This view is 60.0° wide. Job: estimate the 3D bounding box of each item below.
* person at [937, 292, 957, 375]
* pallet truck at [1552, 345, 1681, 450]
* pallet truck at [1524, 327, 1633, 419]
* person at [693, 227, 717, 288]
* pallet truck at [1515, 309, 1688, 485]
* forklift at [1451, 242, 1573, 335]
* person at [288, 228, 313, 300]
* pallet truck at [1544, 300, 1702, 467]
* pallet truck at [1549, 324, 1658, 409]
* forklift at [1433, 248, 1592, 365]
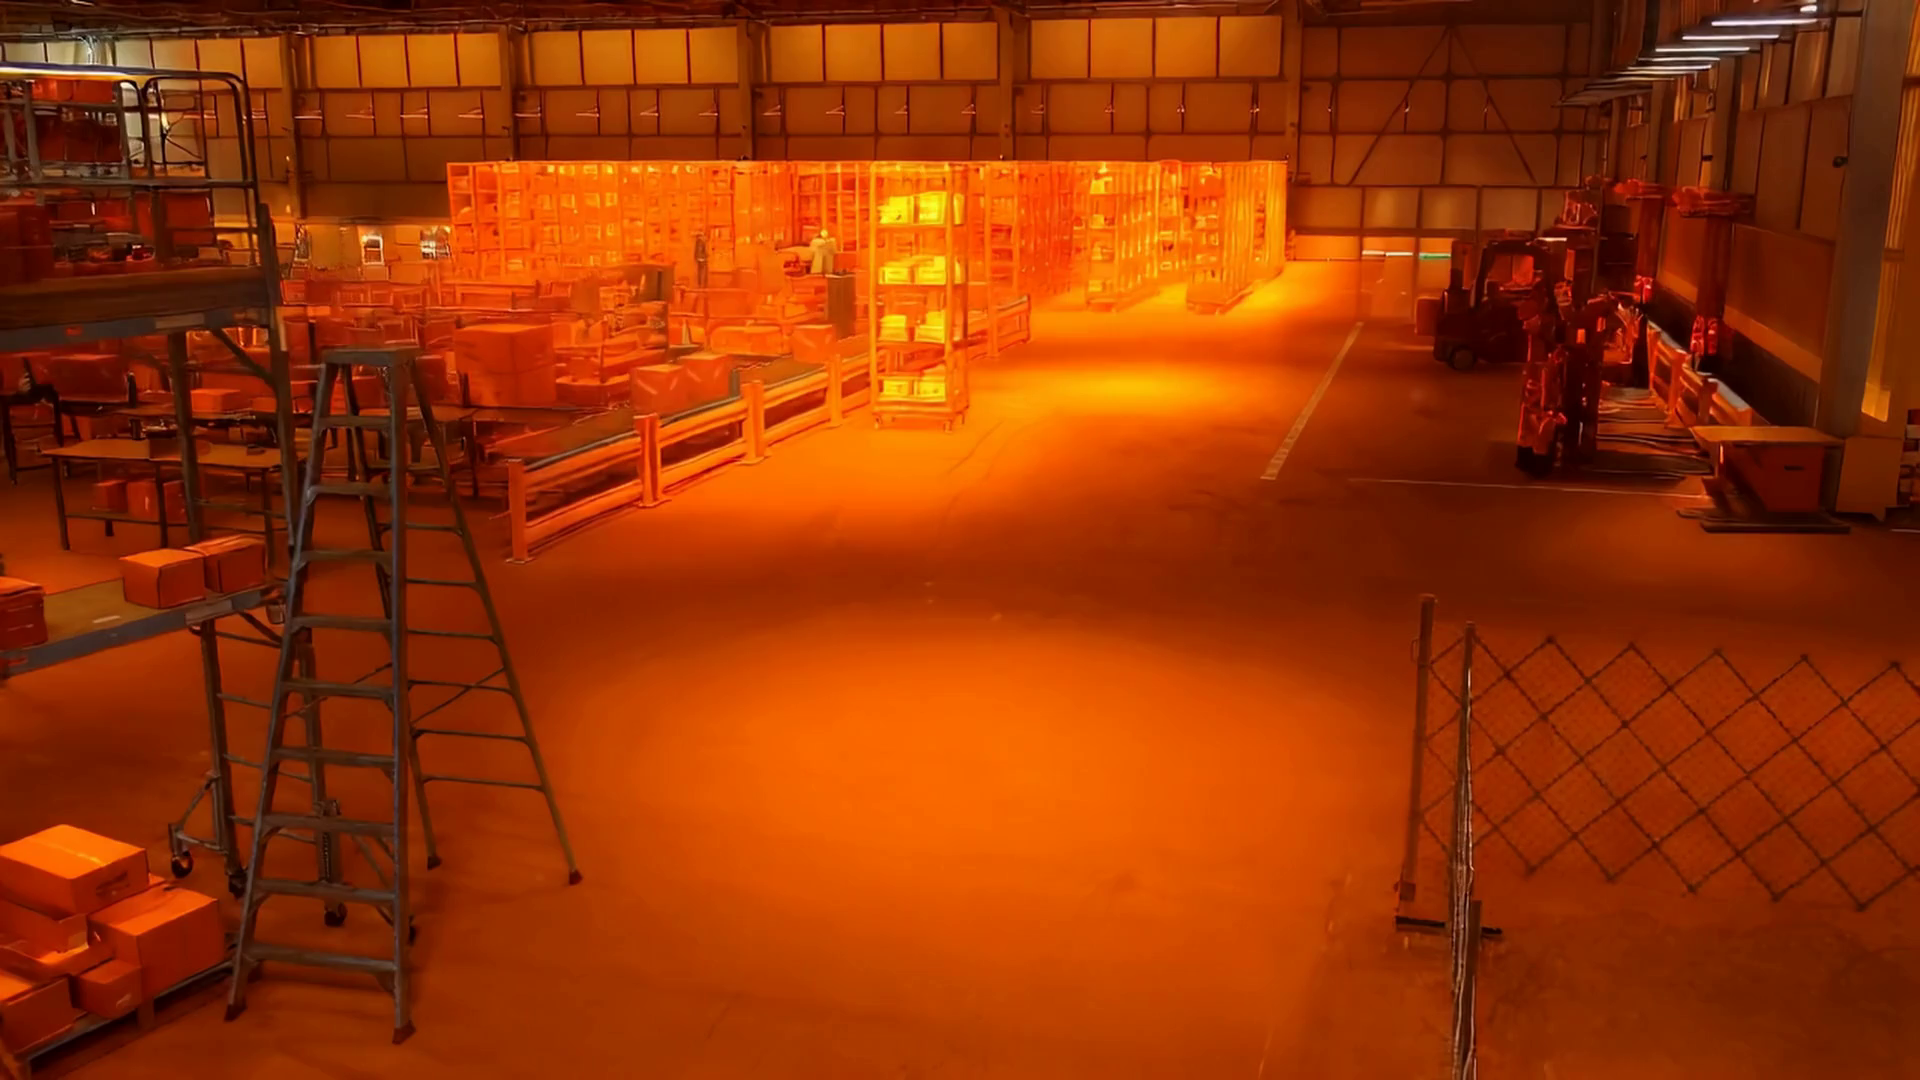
[{"bbox_3d":[-0.263,-3.549,27.472,0.410,2.032,0.606,-1,13,-3],"label":"person"},{"bbox_3d":[8.641,-1.896,21.908,1.630,1.274,0.653,4,14,16],"label":"pallet truck"},{"bbox_3d":[9.065,-2.460,24.370,1.522,1.261,0.704,3,13,14],"label":"pallet truck"},{"bbox_3d":[-7.051,-7.761,46.108,0.615,1.814,0.518,1,13,4],"label":"person"},{"bbox_3d":[7.554,-1.677,19.446,1.885,1.965,0.823,3,13,14],"label":"pallet truck"},{"bbox_3d":[10.464,-4.597,31.405,2.680,1.987,1.157,4,14,16],"label":"forklift"},{"bbox_3d":[-16.961,-7.058,42.816,0.602,1.939,0.397,-7,15,-27],"label":"person"},{"bbox_3d":[8.263,-1.952,20.631,1.885,1.965,0.823,5,14,20],"label":"pallet truck"},{"bbox_3d":[9.824,-2.669,25.407,1.601,1.201,0.680,4,14,16],"label":"pallet truck"},{"bbox_3d":[9.780,-4.111,29.280,2.680,1.987,1.157,3,13,14],"label":"forklift"}]
